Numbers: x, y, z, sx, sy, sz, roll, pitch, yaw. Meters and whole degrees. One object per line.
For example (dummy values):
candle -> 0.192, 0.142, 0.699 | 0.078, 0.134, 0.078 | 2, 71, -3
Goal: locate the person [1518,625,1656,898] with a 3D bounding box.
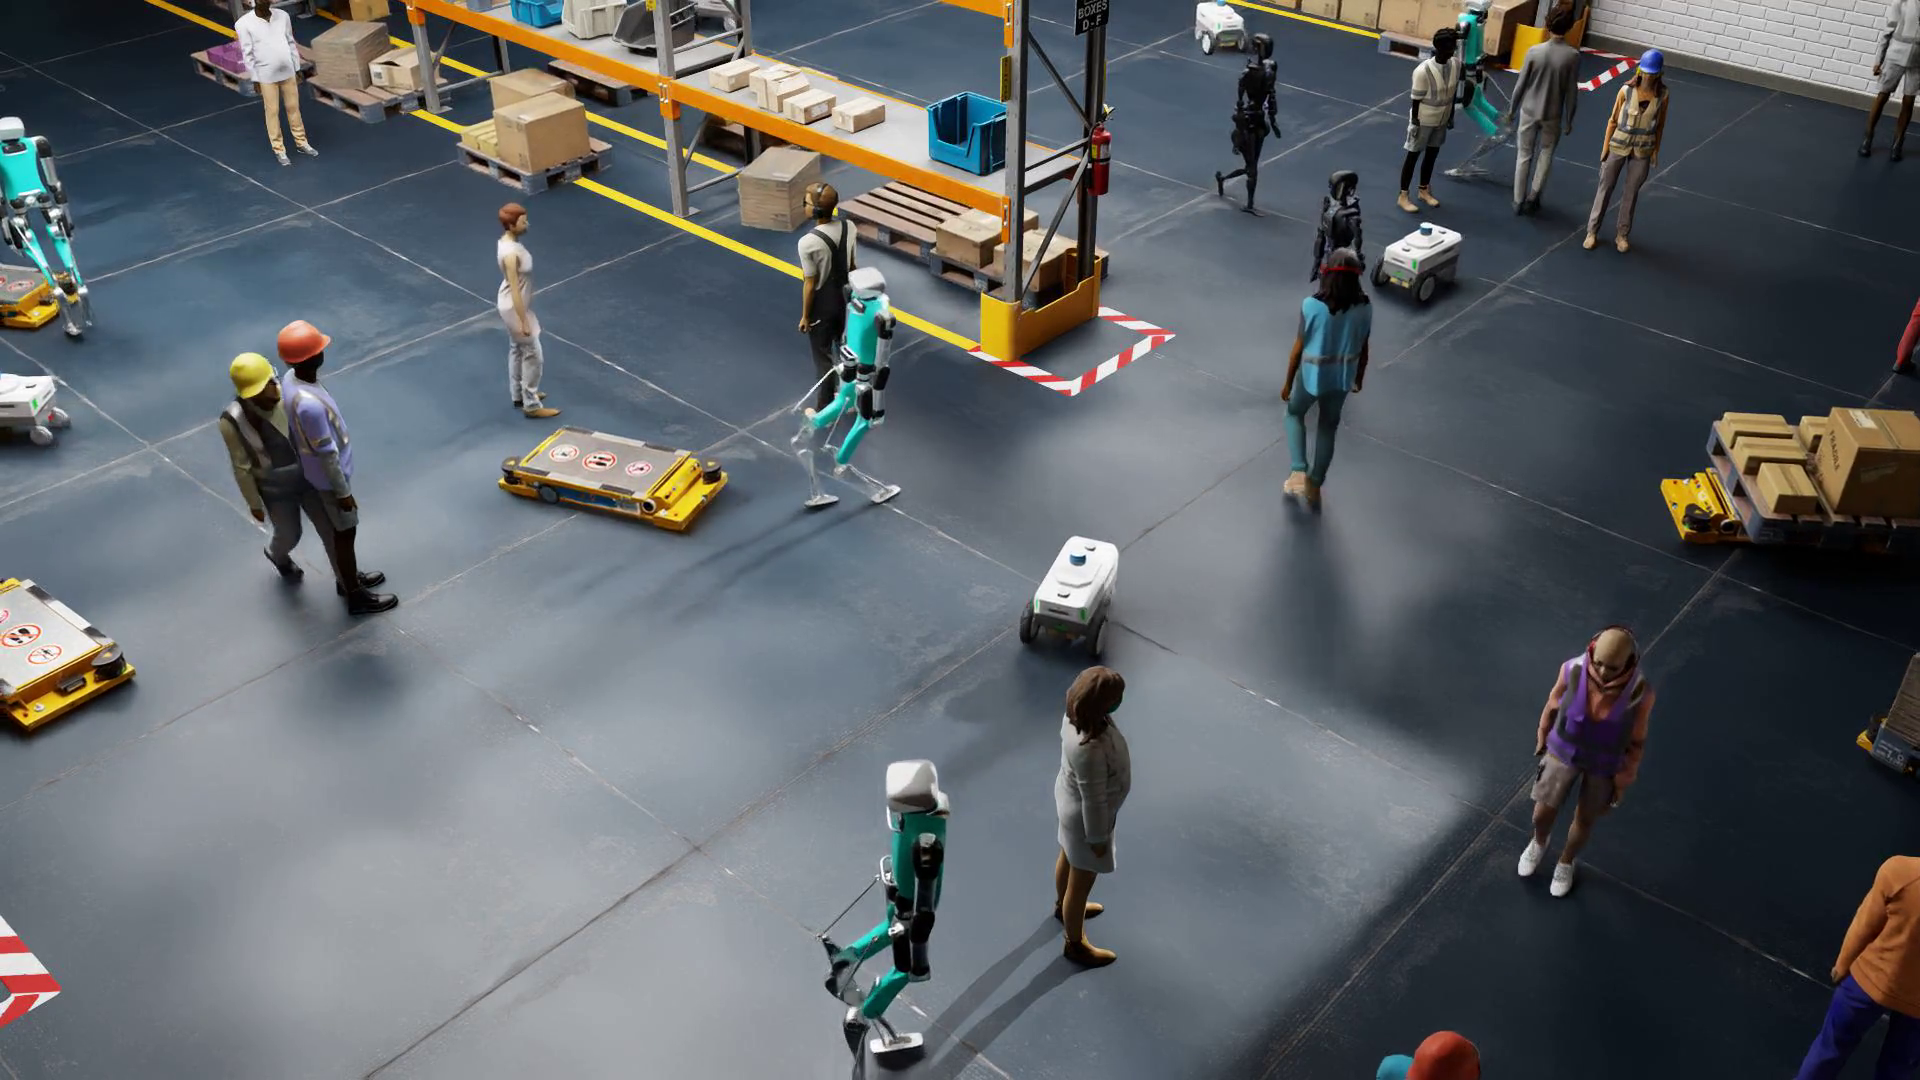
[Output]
person -> 3.014, 1.073, 8.022 | 0.486, 1.671, 0.404 | 17, 38, 23

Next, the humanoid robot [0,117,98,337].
humanoid robot -> -7.078, -2.330, 12.907 | 0.539, 1.818, 0.704 | -27, 43, -33

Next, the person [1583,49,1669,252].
person -> 5.775, -3.350, 14.336 | 0.459, 1.778, 0.307 | 8, 35, 11

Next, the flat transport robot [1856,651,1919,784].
flat transport robot -> 5.690, 1.290, 8.942 | 0.659, 0.231, 1.431 | -23, 41, -30

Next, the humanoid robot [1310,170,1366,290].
humanoid robot -> 2.890, -2.021, 12.505 | 0.470, 1.646, 0.599 | -12, 37, -17

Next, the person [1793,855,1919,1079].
person -> 3.822, 1.786, 6.729 | 0.516, 1.975, 0.402 | 18, 39, 24

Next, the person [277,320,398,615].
person -> -3.759, -0.428, 9.958 | 0.338, 1.941, 0.550 | -19, 39, -25

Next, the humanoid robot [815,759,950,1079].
humanoid robot -> -0.401, 1.713, 7.128 | 0.720, 1.902, 0.545 | -5, 35, -6

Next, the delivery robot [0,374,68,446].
delivery robot -> -6.925, -0.958, 11.964 | 0.790, 0.614, 0.499 | -1, 35, -1

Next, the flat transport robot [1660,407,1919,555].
flat transport robot -> 5.500, -0.194, 11.091 | 1.431, 0.231, 0.659 | 4, 35, 5

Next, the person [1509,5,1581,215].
person -> 5.243, -3.857, 14.982 | 0.563, 1.878, 0.477 | 11, 36, 15

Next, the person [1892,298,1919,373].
person -> 7.408, -1.988, 12.370 | 0.298, 1.772, 0.526 | -17, 38, -23

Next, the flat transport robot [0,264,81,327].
flat transport robot -> -8.064, -2.043, 13.770 | 1.431, 0.231, 0.659 | 8, 35, 11

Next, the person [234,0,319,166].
person -> -6.607, -4.527, 16.057 | 0.320, 1.755, 0.561 | 25, 42, 31

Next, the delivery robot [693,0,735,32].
delivery robot -> -2.954, -6.370, 19.802 | 0.815, 0.612, 0.499 | 14, 37, 20

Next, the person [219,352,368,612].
person -> -4.076, -0.388, 10.035 | 0.817, 1.790, 0.603 | 27, 43, 33

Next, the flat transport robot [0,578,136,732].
flat transport robot -> -5.604, 0.629, 9.898 | 1.431, 0.231, 0.659 | 24, 41, 31

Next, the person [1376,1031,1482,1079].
person -> 1.664, 2.407, 6.050 | 0.573, 1.700, 0.899 | 27, 43, 34

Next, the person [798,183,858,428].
person -> -0.942, -1.673, 11.845 | 0.335, 1.846, 0.510 | 28, 43, 34

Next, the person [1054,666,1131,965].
person -> 0.614, 1.261, 7.753 | 0.340, 1.663, 0.487 | -2, 35, -3

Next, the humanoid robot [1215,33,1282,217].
humanoid robot -> 2.605, -3.801, 15.102 | 0.680, 1.637, 0.601 | 29, 44, 35

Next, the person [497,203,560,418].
person -> -3.170, -1.643, 11.977 | 0.355, 1.642, 0.449 | -6, 35, -9

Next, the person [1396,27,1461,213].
person -> 4.265, -3.809, 15.076 | 0.534, 1.692, 0.319 | -18, 38, -24

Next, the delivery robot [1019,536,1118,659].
delivery robot -> 0.702, 0.319, 10.096 | 0.499, 0.593, 0.789 | 13, 37, 17

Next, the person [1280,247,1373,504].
person -> 2.398, -1.066, 10.958 | 0.561, 1.846, 0.467 | -1, 35, -2

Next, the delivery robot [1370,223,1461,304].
delivery robot -> 3.866, -2.359, 13.987 | 0.796, 0.606, 0.499 | -27, 43, -34

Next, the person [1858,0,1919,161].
person -> 9.149, -4.637, 16.074 | 0.549, 1.922, 0.387 | 15, 37, 21

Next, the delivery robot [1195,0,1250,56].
delivery robot -> 2.990, -5.940, 19.147 | 0.499, 0.575, 0.759 | -8, 35, -12

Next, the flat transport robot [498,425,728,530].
flat transport robot -> -2.392, -0.441, 11.449 | 1.431, 0.231, 0.659 | 12, 36, 17

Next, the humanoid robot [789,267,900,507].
humanoid robot -> -0.801, -0.896, 10.841 | 0.893, 1.777, 0.576 | -19, 39, -25

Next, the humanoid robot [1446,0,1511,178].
humanoid robot -> 4.915, -4.186, 15.503 | 0.748, 1.706, 0.534 | 22, 40, 29
